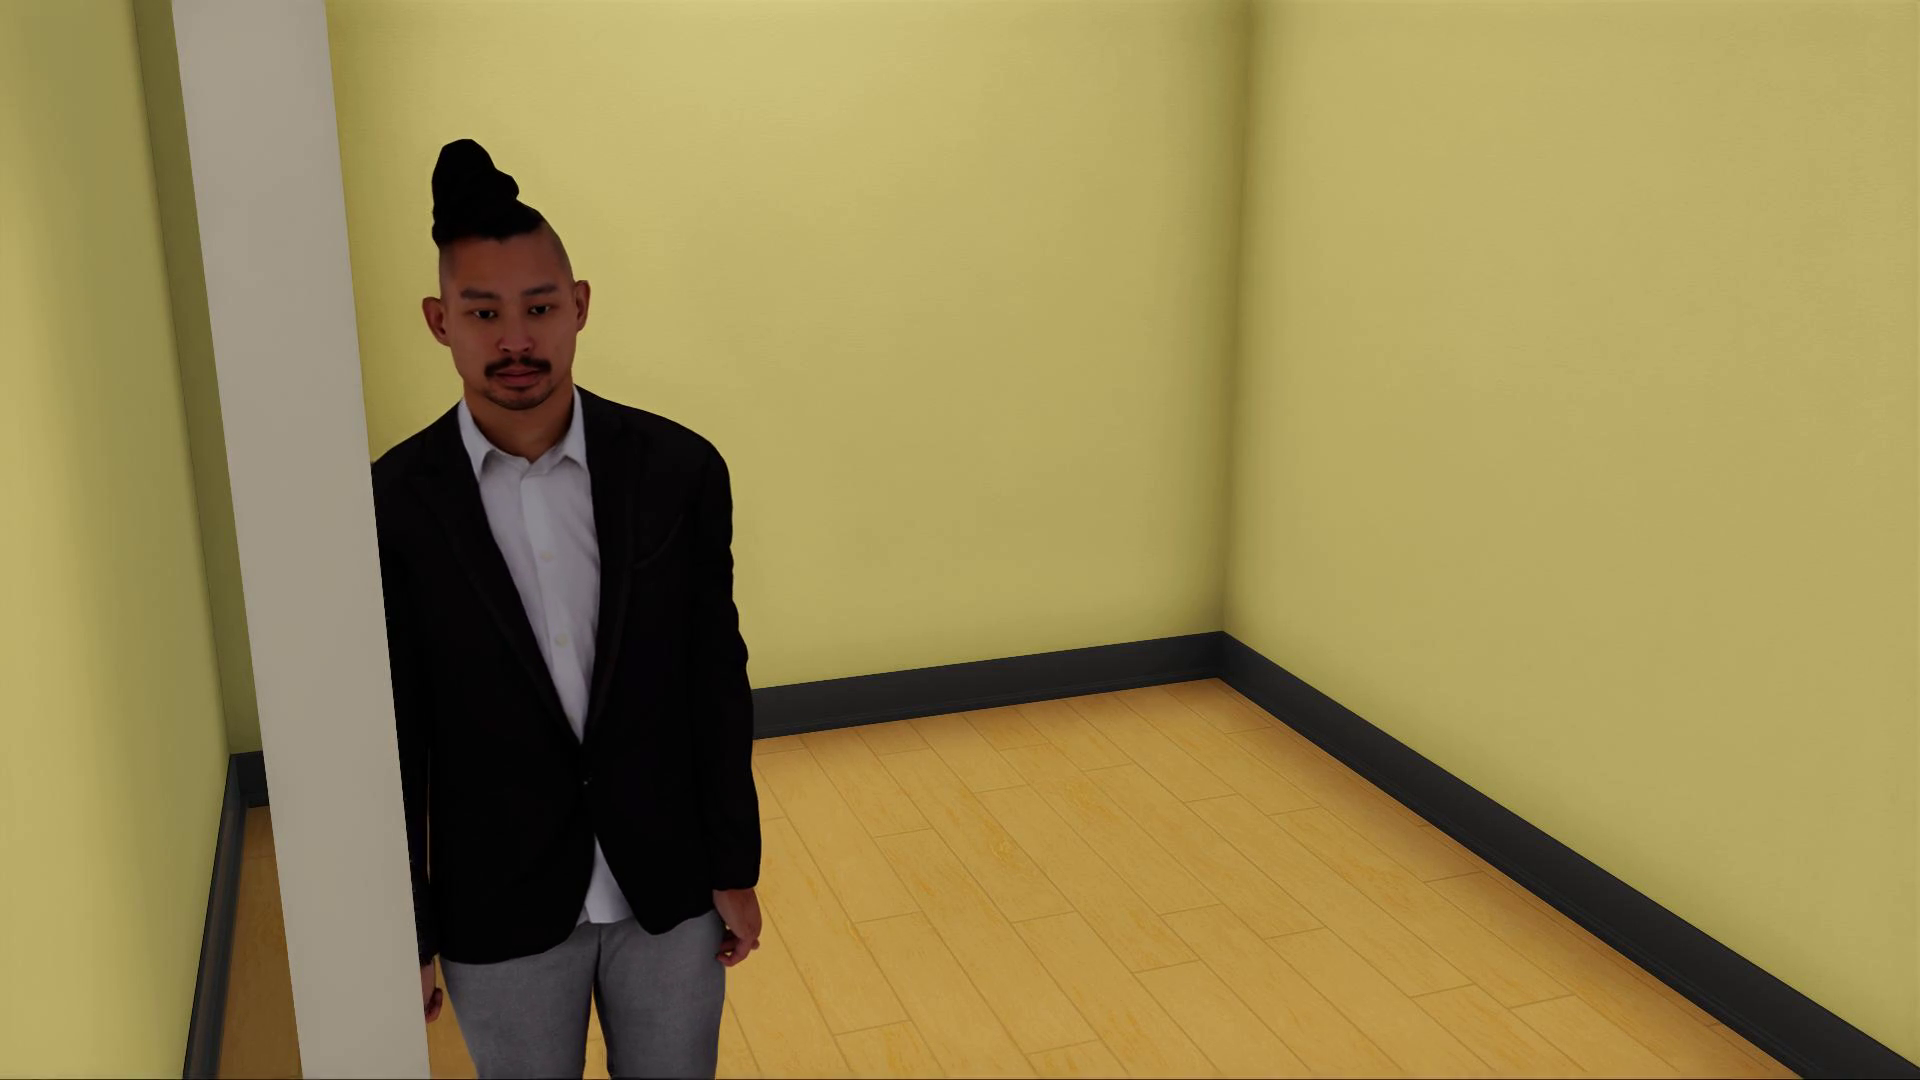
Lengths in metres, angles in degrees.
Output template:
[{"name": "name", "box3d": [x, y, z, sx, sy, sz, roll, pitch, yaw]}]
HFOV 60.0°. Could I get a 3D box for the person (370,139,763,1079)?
[{"name": "person", "box3d": [-0.551, 0.431, 2.347, 0.538, 1.952, 0.765, -6, 17, -21]}]
